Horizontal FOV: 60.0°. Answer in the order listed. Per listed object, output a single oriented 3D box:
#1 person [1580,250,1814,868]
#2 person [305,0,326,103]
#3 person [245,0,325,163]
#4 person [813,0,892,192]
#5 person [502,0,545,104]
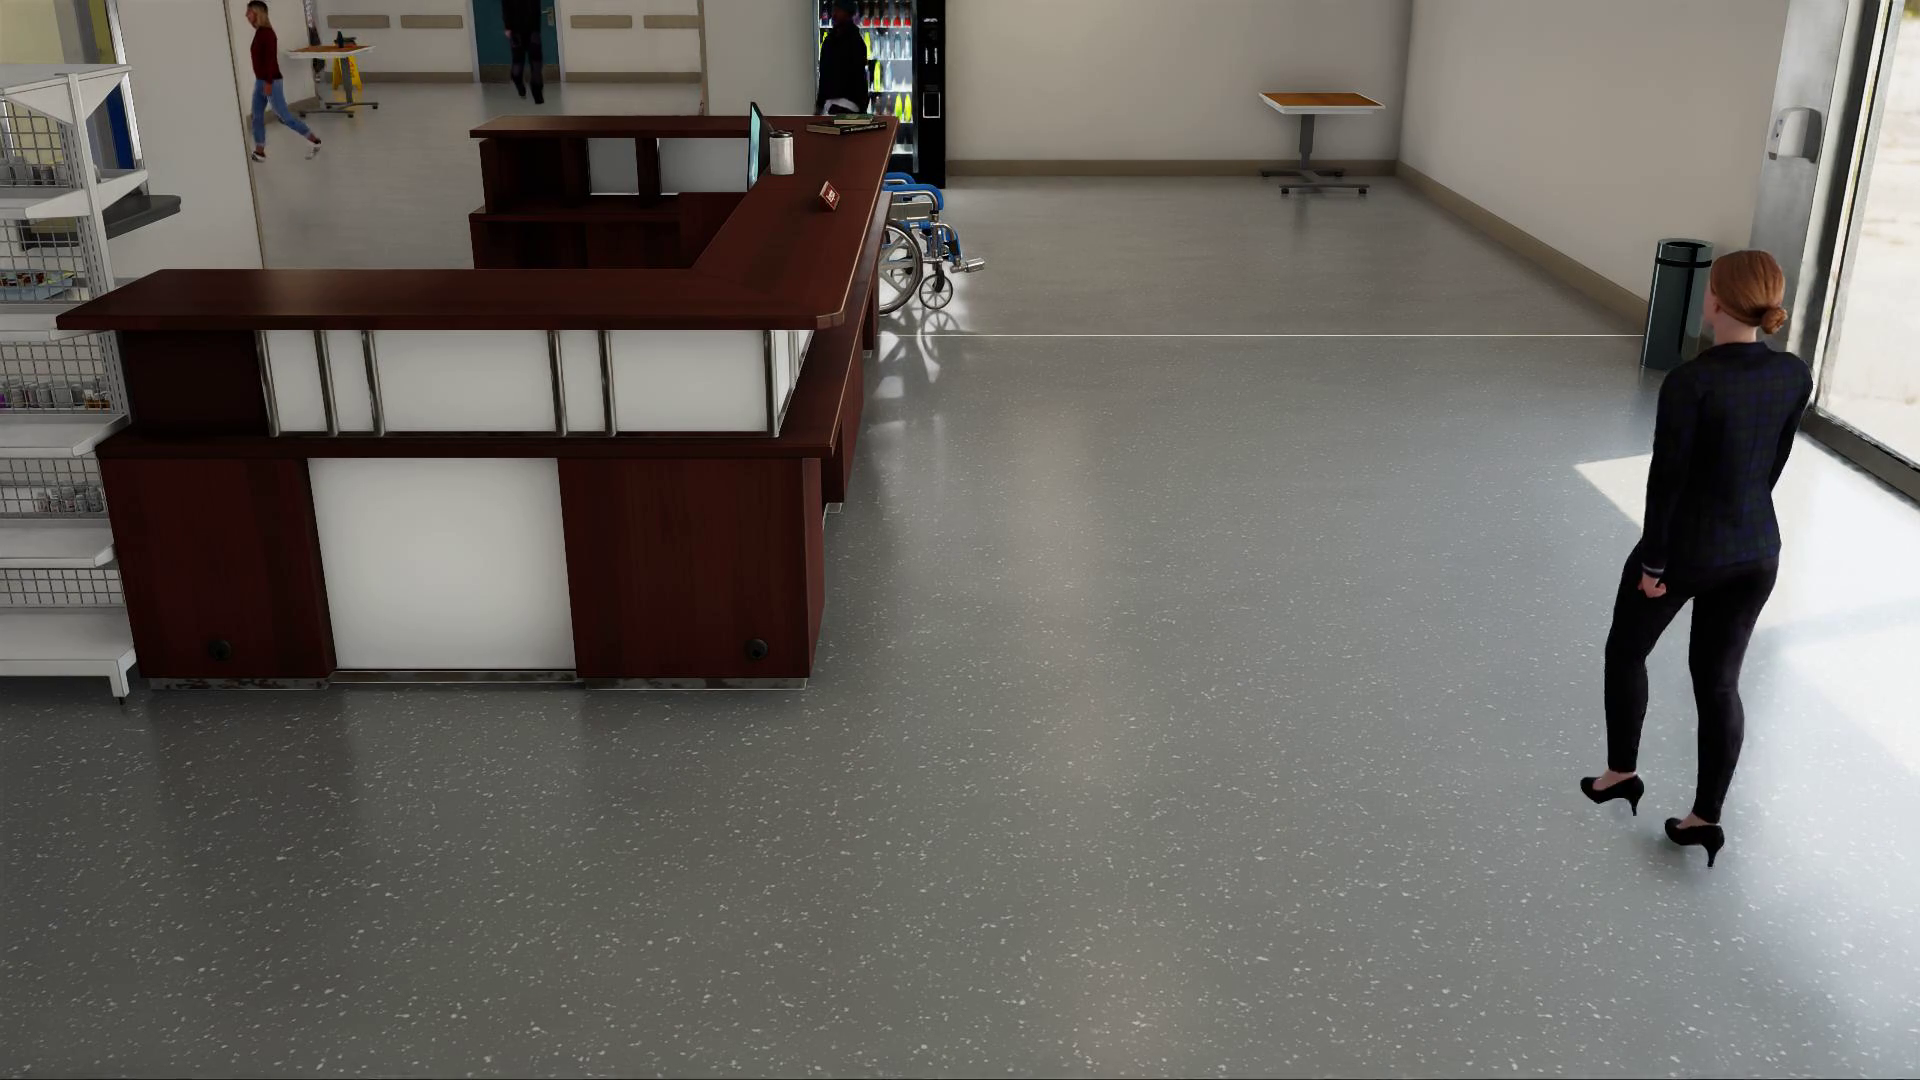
[{"bbox_3d":[2.031,0.100,4.398,0.691,1.667,0.749,-4,21,-9],"label":"person"},{"bbox_3d":[-8.985,-6.833,22.622,0.815,1.722,0.760,9,23,23],"label":"person"},{"bbox_3d":[-7.032,-4.695,17.145,1.138,1.603,0.997,-15,26,-35],"label":"person"},{"bbox_3d":[-0.939,-3.750,14.391,1.282,1.788,1.149,-15,26,-35],"label":"person"},{"bbox_3d":[-5.900,-6.863,22.484,1.205,1.877,1.039,-8,22,-20],"label":"person"}]
